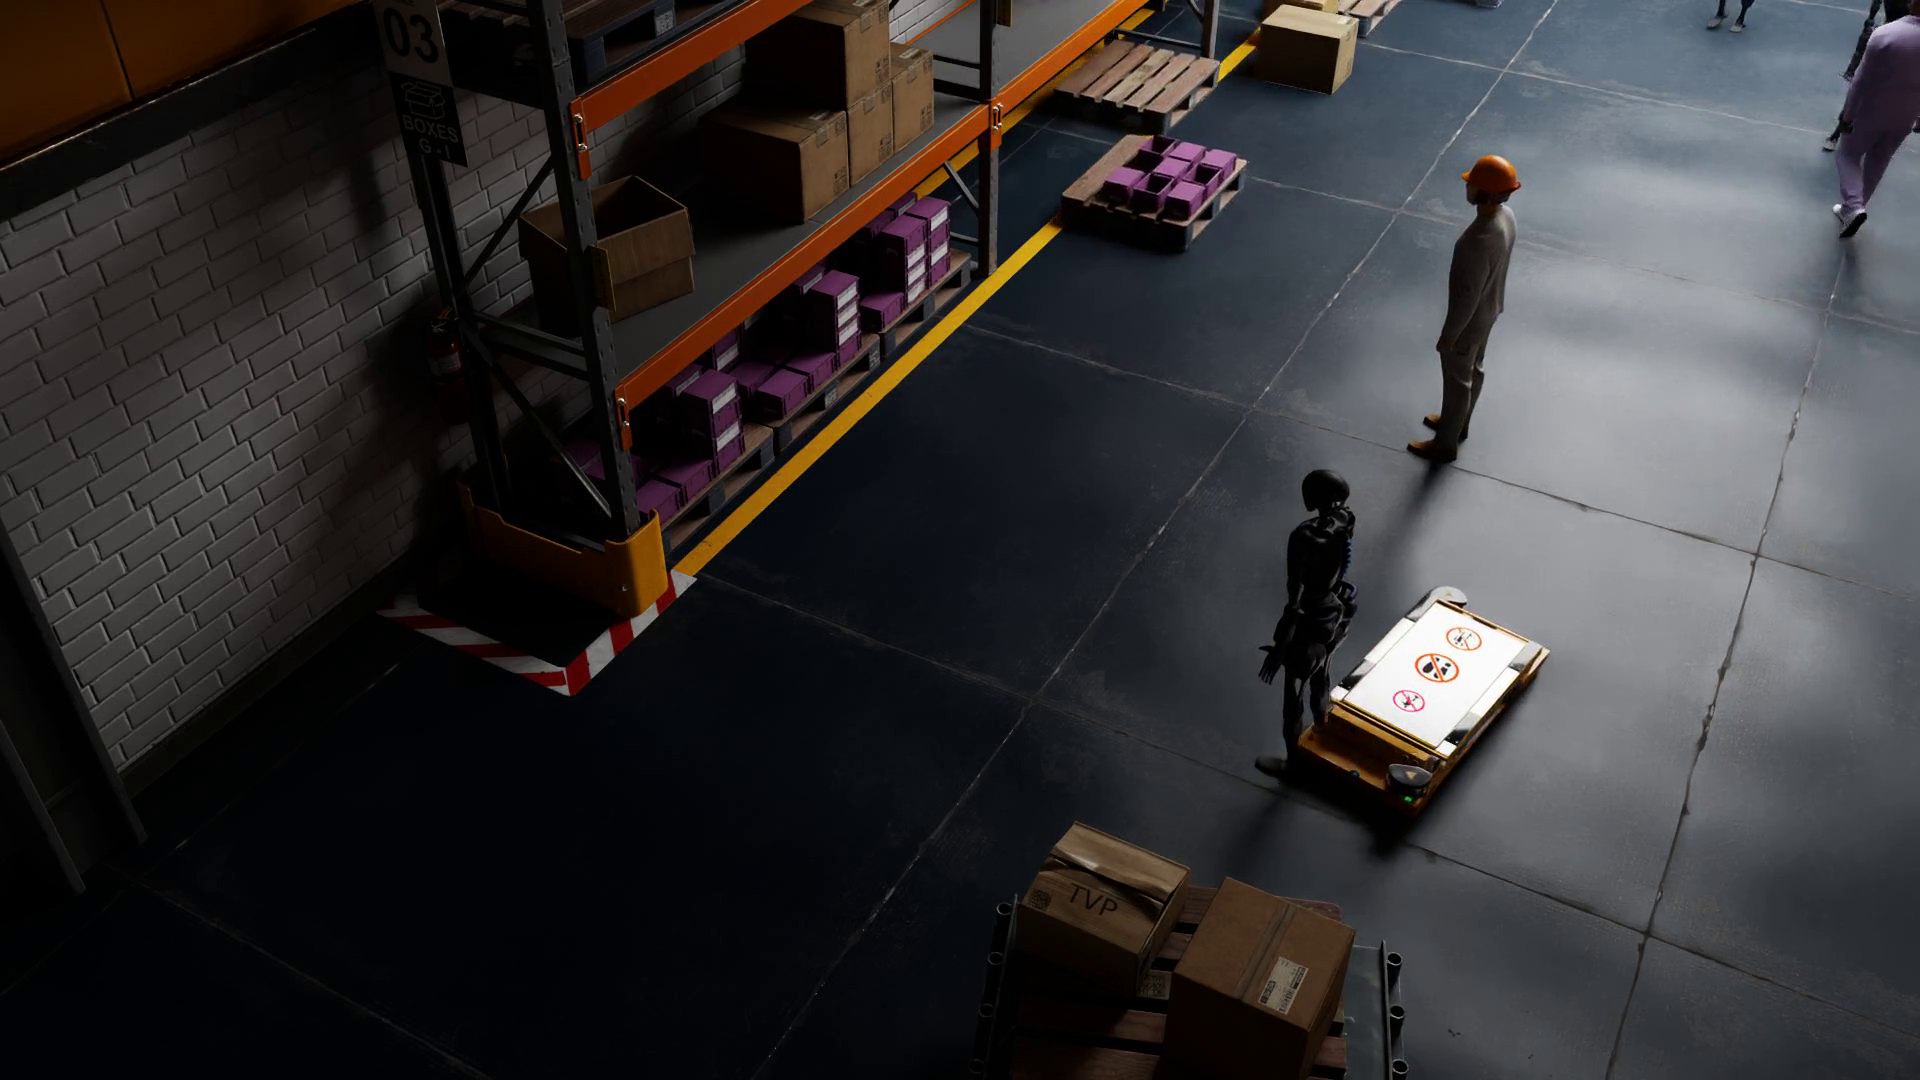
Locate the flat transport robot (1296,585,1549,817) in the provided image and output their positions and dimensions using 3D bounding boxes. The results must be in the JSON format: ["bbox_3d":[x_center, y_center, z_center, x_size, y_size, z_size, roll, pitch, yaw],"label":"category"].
[{"bbox_3d":[2.320,0.763,8.266,0.659,0.231,1.431,28,46,30],"label":"flat transport robot"}]

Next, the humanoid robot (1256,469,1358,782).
[{"bbox_3d":[1.613,0.385,7.607,0.322,1.650,0.609,26,46,29],"label":"humanoid robot"}]

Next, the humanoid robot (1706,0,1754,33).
[{"bbox_3d":[7.080,-5.327,14.756,0.608,1.647,0.363,26,45,29],"label":"humanoid robot"}]

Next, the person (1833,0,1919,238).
[{"bbox_3d":[6.527,-3.003,11.679,0.648,1.887,0.644,3,39,3],"label":"person"}]

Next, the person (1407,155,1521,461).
[{"bbox_3d":[2.918,-1.317,9.567,0.378,1.896,0.562,22,44,26],"label":"person"}]

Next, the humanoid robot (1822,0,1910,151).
[{"bbox_3d":[7.156,-3.799,12.862,0.611,1.645,0.339,-12,40,-14],"label":"humanoid robot"}]
